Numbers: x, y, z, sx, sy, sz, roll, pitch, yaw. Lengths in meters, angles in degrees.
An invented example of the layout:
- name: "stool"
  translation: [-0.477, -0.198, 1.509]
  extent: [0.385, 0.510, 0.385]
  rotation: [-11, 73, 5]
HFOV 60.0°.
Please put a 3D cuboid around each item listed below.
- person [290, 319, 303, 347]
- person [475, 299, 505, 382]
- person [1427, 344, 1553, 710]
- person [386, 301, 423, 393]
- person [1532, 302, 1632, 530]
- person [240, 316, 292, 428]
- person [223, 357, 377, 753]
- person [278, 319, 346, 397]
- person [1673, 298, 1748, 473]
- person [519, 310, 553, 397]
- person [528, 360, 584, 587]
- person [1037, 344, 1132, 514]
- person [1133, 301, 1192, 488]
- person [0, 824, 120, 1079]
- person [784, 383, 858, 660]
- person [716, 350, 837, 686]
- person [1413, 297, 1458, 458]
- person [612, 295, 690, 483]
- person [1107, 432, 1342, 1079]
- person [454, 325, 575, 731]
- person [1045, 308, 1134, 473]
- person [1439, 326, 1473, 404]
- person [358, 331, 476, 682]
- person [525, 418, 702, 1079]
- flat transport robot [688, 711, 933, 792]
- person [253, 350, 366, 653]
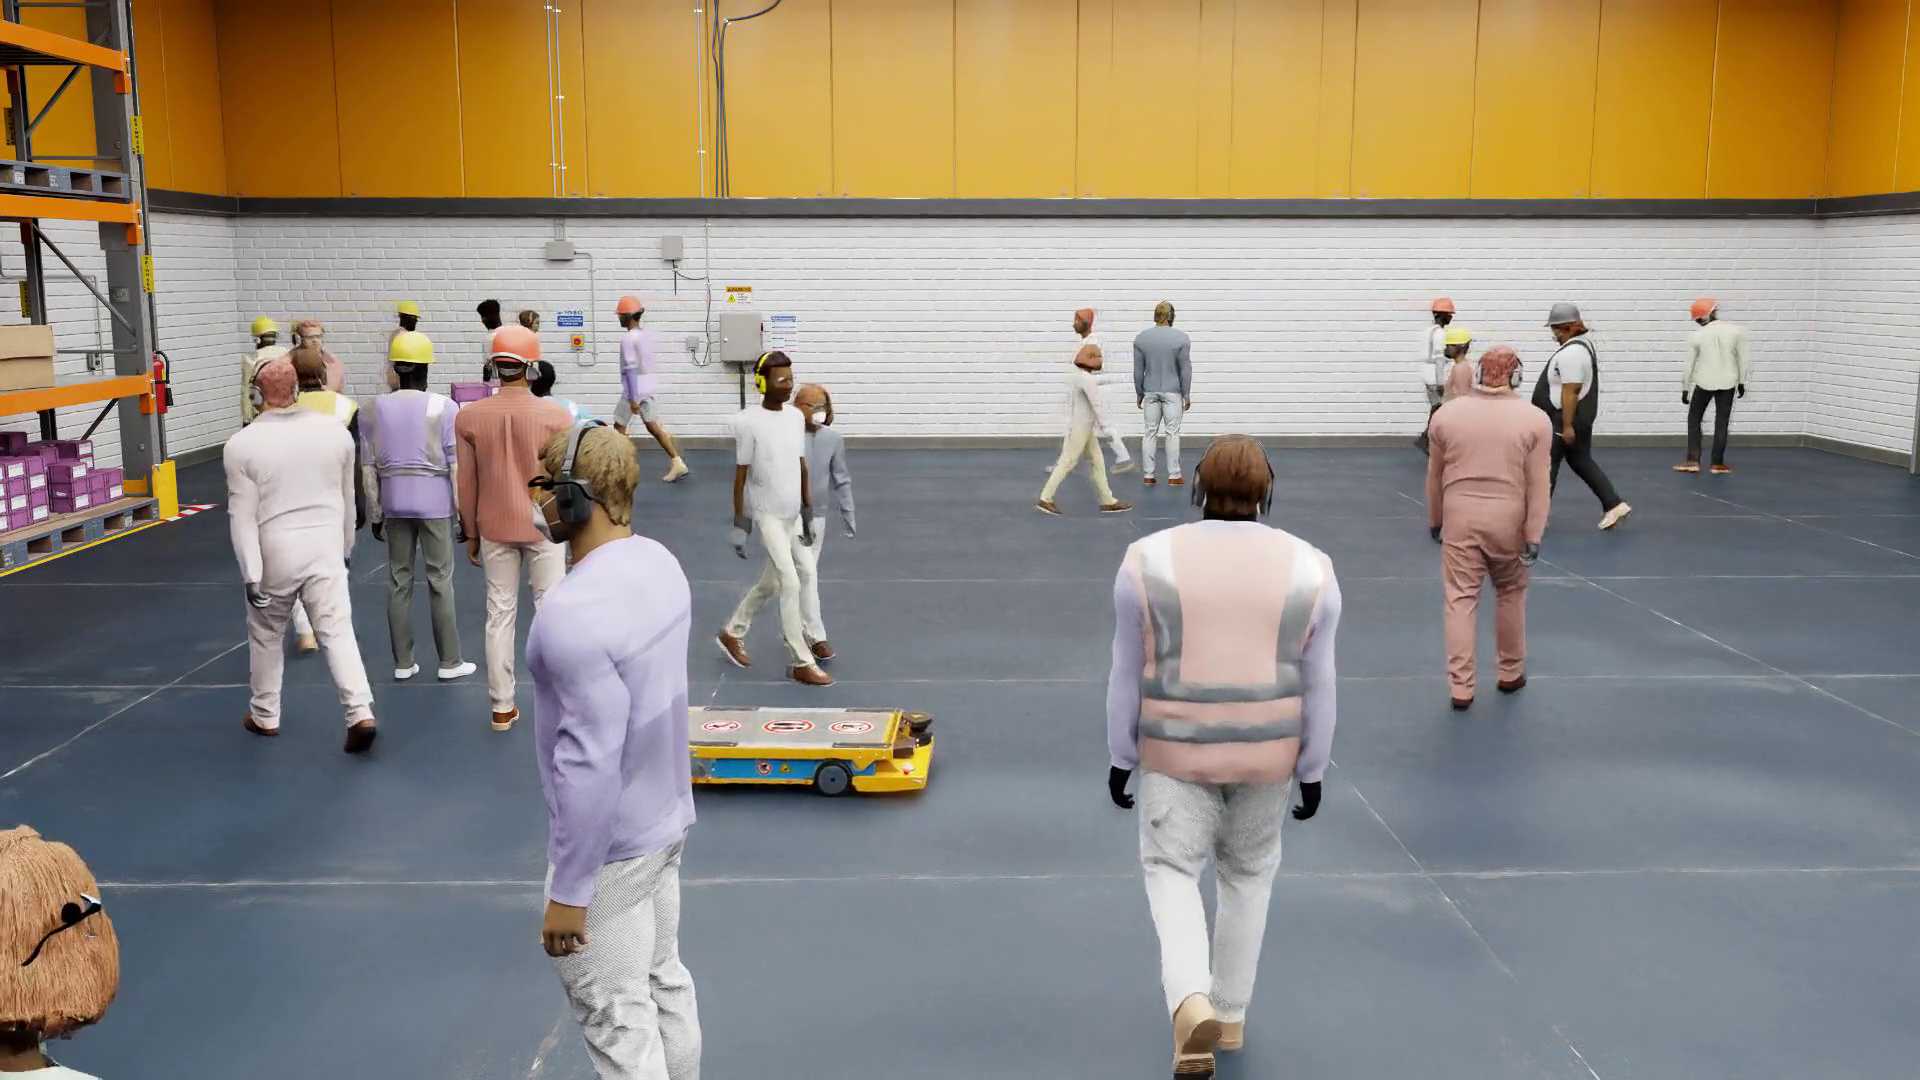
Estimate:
- name: "person"
  translation: [-7.040, -1.510, 17.954]
  extent: [0.487, 1.729, 0.452]
  rotation: [3, 10, 17]
- name: "person"
  translation: [-5.171, -1.724, 18.630]
  extent: [0.642, 1.924, 0.682]
  rotation: [4, 10, 21]
- name: "person"
  translation: [2.777, -0.085, 8.741]
  extent: [0.654, 1.868, 0.874]
  rotation: [5, 10, 26]
- name: "person"
  translation: [-6.353, -1.818, 19.306]
  extent: [0.787, 1.887, 0.613]
  rotation: [-5, 10, -26]
- name: "person"
  translation: [5.364, -1.096, 14.430]
  extent: [0.932, 2.000, 0.710]
  rotation: [6, 11, 33]
- name: "person"
  translation: [-6.549, -1.212, 15.830]
  extent: [0.422, 1.813, 0.611]
  rotation: [7, 12, 37]
- name: "person"
  translation: [-3.104, 0.072, 7.836]
  extent: [0.643, 1.864, 0.987]
  rotation: [-8, 12, -42]
- name: "person"
  translation: [-5.377, -0.896, 13.746]
  extent: [0.634, 1.873, 0.901]
  rotation: [-8, 12, -40]
- name: "person"
  translation: [8.350, -1.699, 18.461]
  extent: [0.721, 1.944, 0.400]
  rotation: [2, 10, 15]
- name: "person"
  translation: [-4.990, -1.750, 19.224]
  extent: [0.912, 1.802, 0.514]
  rotation: [-6, 11, -35]
- name: "person"
  translation: [-2.778, -0.425, 11.515]
  extent: [0.548, 1.651, 0.885]
  rotation: [-5, 11, -30]
- name: "person"
  translation: [1.128, -1.021, 15.366]
  extent: [0.891, 1.584, 0.503]
  rotation: [0, 9, -1]
- name: "person"
  translation: [2.106, -1.507, 17.282]
  extent: [0.627, 1.934, 0.370]
  rotation: [4, 10, 25]
- name: "person"
  translation: [-1.155, 1.136, 2.114]
  extent: [0.517, 1.582, 0.880]
  rotation: [3, 10, 19]
- name: "person"
  translation: [-0.836, -0.107, 9.674]
  extent: [0.516, 1.601, 0.726]
  rotation: [-8, 12, -42]
- name: "person"
  translation: [-1.057, -0.141, 9.238]
  extent: [0.899, 1.833, 0.531]
  rotation: [7, 11, 36]
- name: "person"
  translation: [5.704, -1.921, 19.832]
  extent: [0.400, 1.926, 0.578]
  rotation: [1, 9, 3]
- name: "person"
  translation: [-3.369, -1.578, 17.571]
  extent: [1.052, 2.006, 0.613]
  rotation: [3, 10, 17]
- name: "person"
  translation: [0.729, 0.612, 4.623]
  extent: [0.636, 1.819, 0.675]
  rotation: [0, 9, 3]
- name: "person"
  translation: [-2.143, -0.050, 8.162]
  extent: [0.608, 1.995, 0.377]
  rotation: [0, 9, -1]
- name: "person"
  translation: [1.477, -1.636, 18.397]
  extent: [0.975, 1.844, 0.582]
  rotation: [-1, 9, -8]
- name: "person"
  translation: [4.405, -1.018, 14.802]
  extent: [0.376, 1.751, 0.550]
  rotation: [3, 10, 19]
- name: "person"
  translation: [-2.975, -0.177, 9.139]
  extent: [0.584, 1.928, 0.373]
  rotation: [1, 9, 4]
- name: "person"
  translation: [-0.787, 0.692, 3.783]
  extent: [0.354, 1.938, 0.635]
  rotation: [1, 9, 7]
- name: "flat transport robot"
  translation: [-0.852, 0.927, 7.443]
  extent: [1.431, 0.197, 0.652]
  rotation: [0, 9, 2]
- name: "person"
  translation: [-3.905, -0.244, 10.016]
  extent: [0.640, 1.791, 0.980]
  rotation: [-3, 10, -19]
